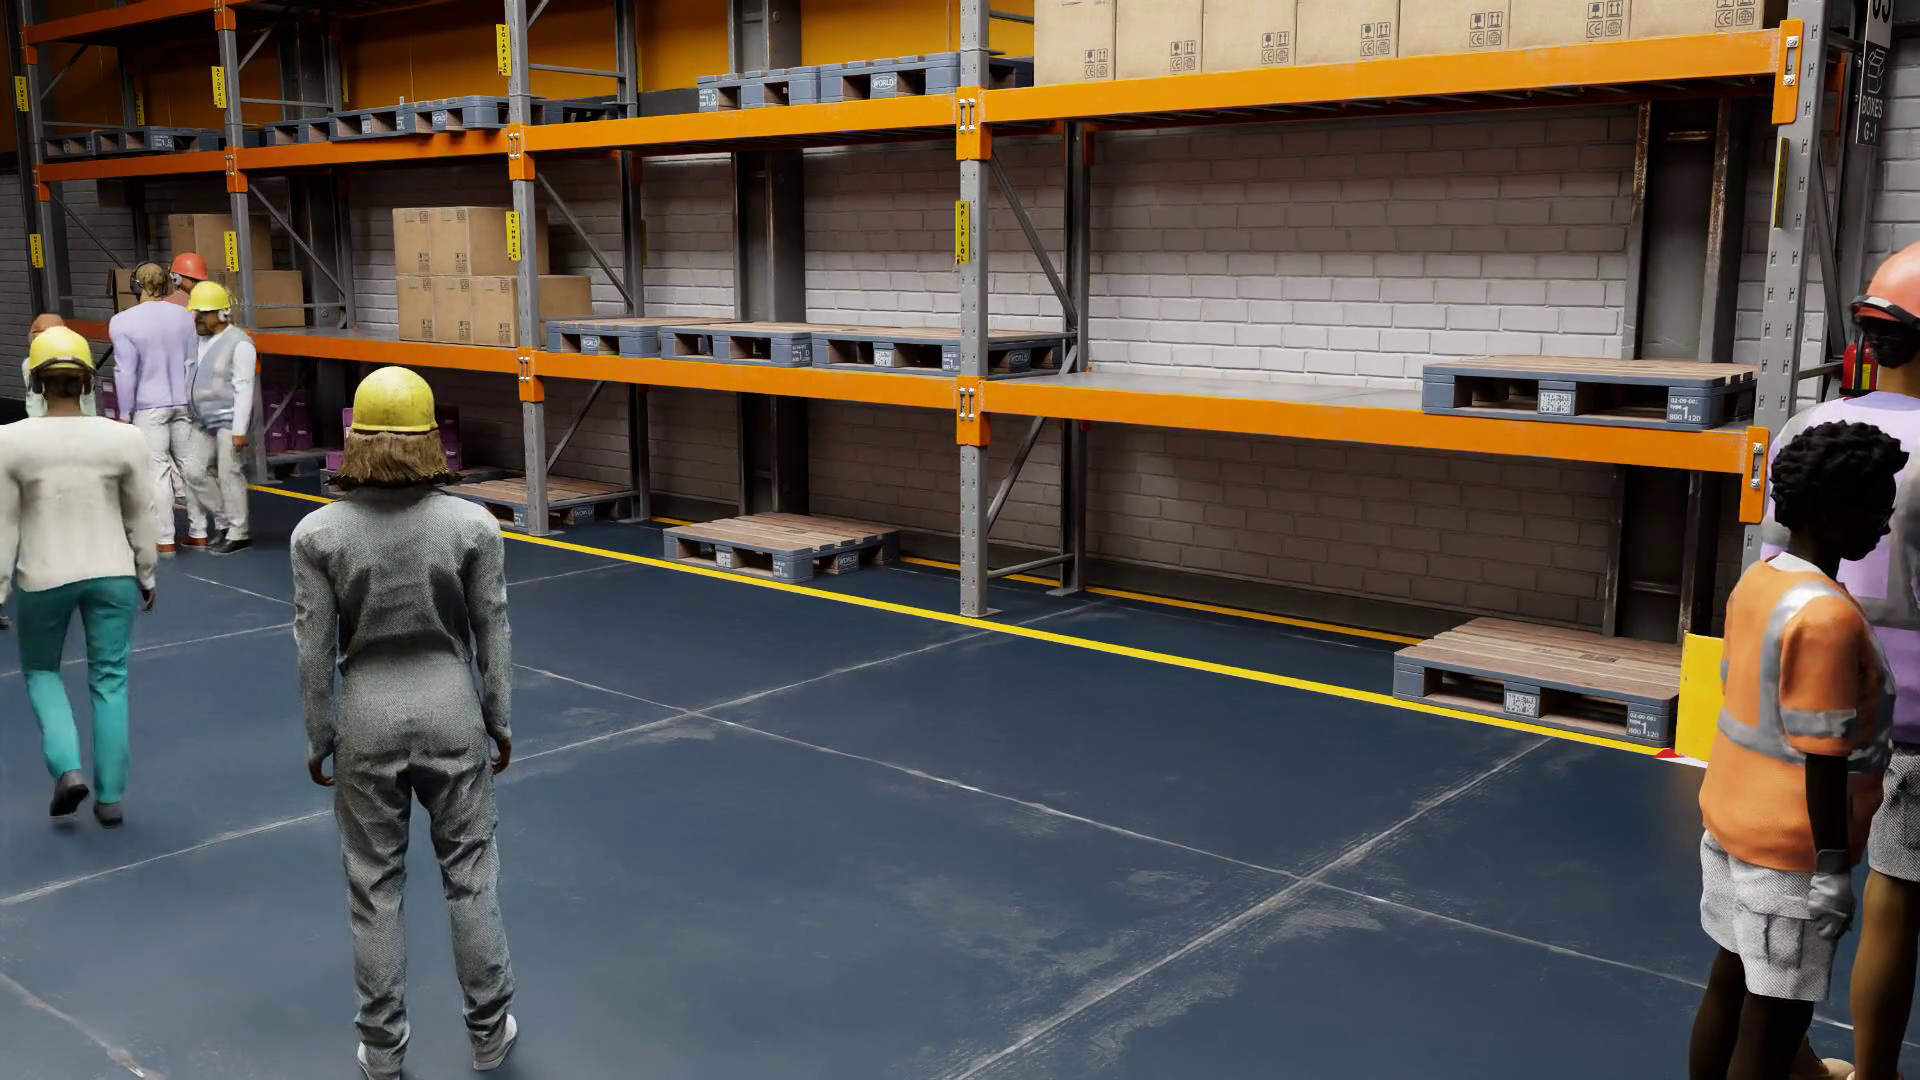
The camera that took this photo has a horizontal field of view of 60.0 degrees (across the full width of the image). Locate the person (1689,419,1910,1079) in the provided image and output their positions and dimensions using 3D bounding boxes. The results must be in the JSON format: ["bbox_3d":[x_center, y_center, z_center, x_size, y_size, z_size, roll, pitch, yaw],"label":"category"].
[{"bbox_3d":[1.667,0.603,3.341,0.320,1.692,0.531,2,10,10],"label":"person"}]

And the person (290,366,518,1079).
[{"bbox_3d":[-1.337,0.453,4.046,0.492,1.742,0.321,-3,11,-19],"label":"person"}]

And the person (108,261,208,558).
[{"bbox_3d":[-5.243,-0.851,10.918,0.376,1.940,0.629,6,12,31],"label":"person"}]

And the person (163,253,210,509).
[{"bbox_3d":[-5.986,-1.237,12.980,0.393,1.985,0.611,2,10,10],"label":"person"}]

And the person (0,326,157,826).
[{"bbox_3d":[-3.094,0.136,5.815,0.554,1.749,0.389,-7,12,-34],"label":"person"}]

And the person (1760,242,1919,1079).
[{"bbox_3d":[2.063,0.365,3.696,0.378,2.041,0.616,-3,10,-17],"label":"person"}]

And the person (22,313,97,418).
[{"bbox_3d":[-5.711,-0.632,10.596,0.375,1.606,0.525,4,11,21],"label":"person"}]

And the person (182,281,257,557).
[{"bbox_3d":[-4.834,-0.778,10.866,0.607,1.807,0.432,6,12,30],"label":"person"}]
